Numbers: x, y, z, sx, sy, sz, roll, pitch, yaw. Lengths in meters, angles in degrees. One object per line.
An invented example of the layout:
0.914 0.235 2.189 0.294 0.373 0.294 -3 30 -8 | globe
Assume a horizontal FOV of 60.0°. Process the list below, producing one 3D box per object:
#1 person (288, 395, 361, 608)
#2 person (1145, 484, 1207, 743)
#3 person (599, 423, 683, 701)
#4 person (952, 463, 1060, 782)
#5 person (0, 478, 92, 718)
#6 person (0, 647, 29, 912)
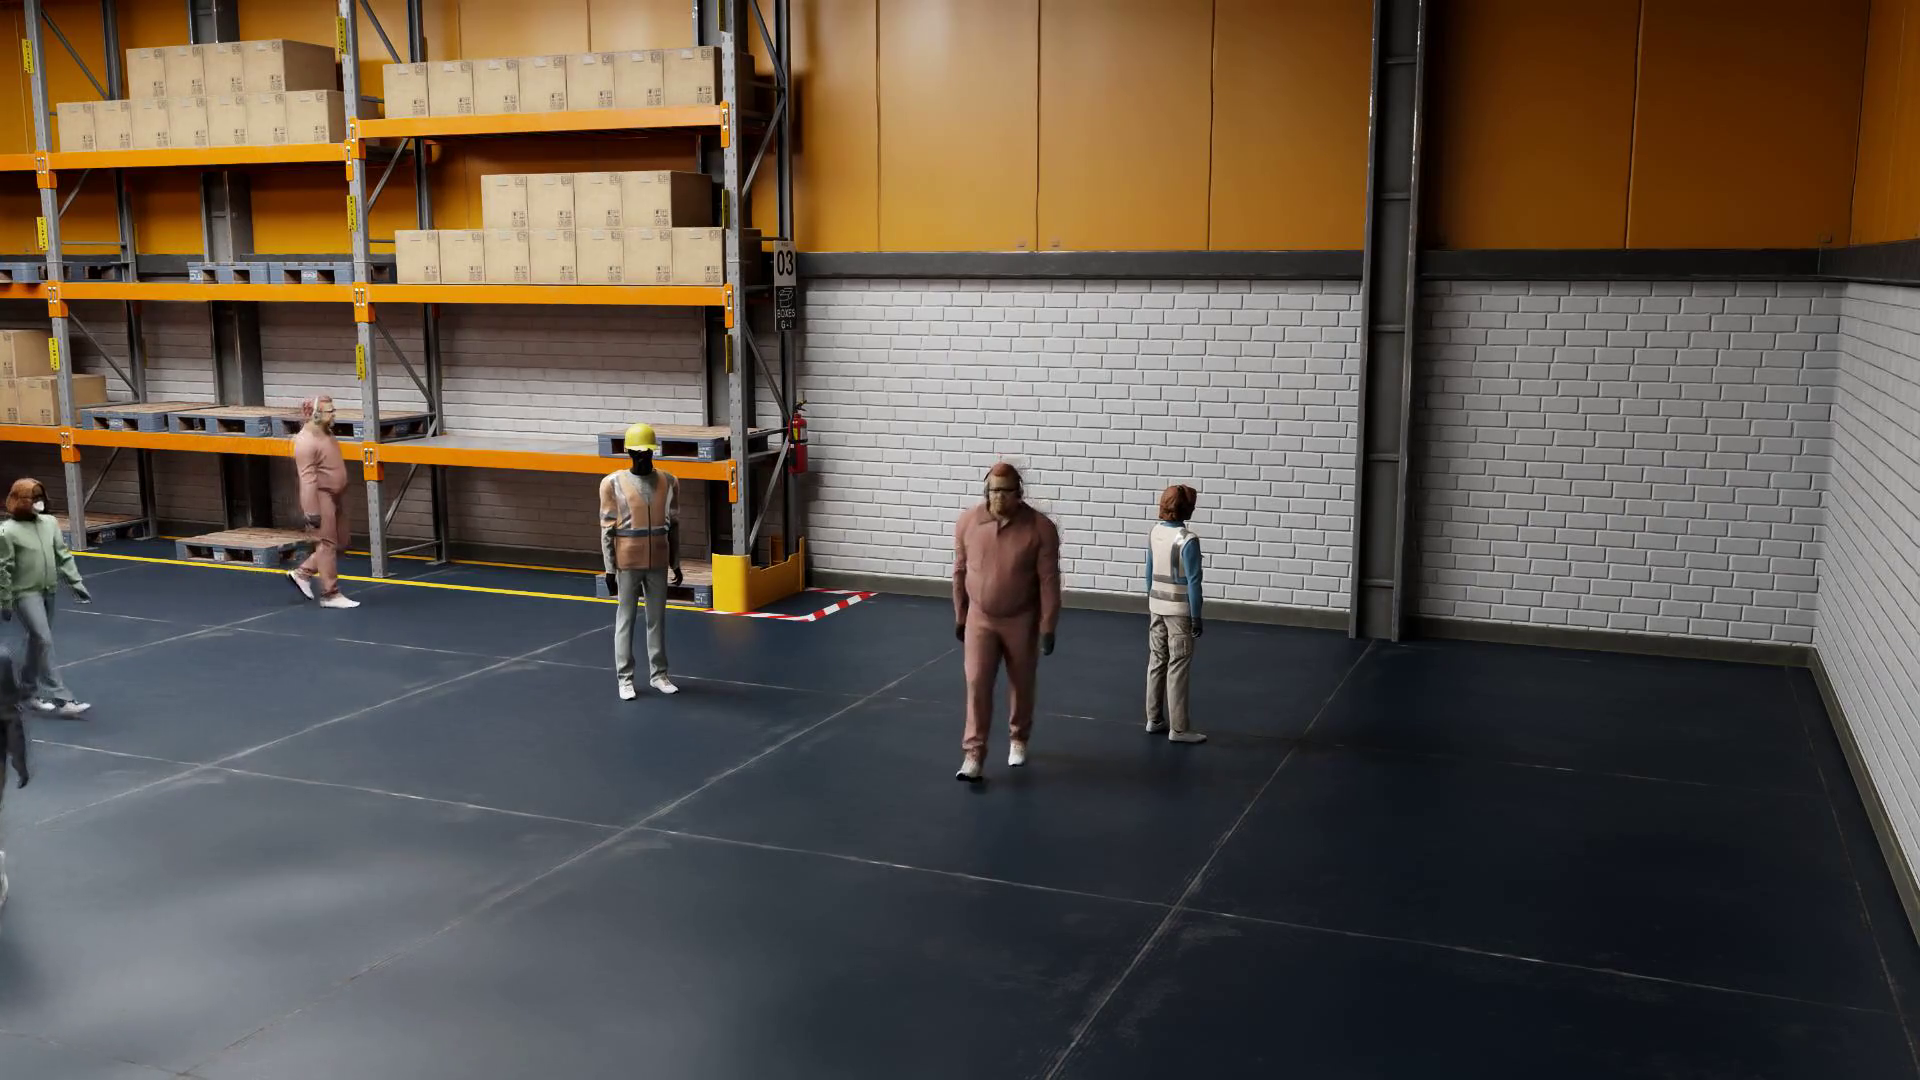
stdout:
-5.606 -0.328 14.565 0.543 1.892 0.668 -1 9 -4 | person
1.361 0.463 10.546 0.306 1.639 0.524 -5 11 -28 | person
-2.210 0.144 11.614 0.586 1.928 0.365 -6 11 -33 | person
0.249 0.487 9.736 0.670 1.856 0.984 2 10 11 | person
-6.082 0.388 11.121 0.719 1.604 0.509 2 10 11 | person
-4.470 0.985 7.510 0.514 1.600 0.731 -2 9 -9 | person
